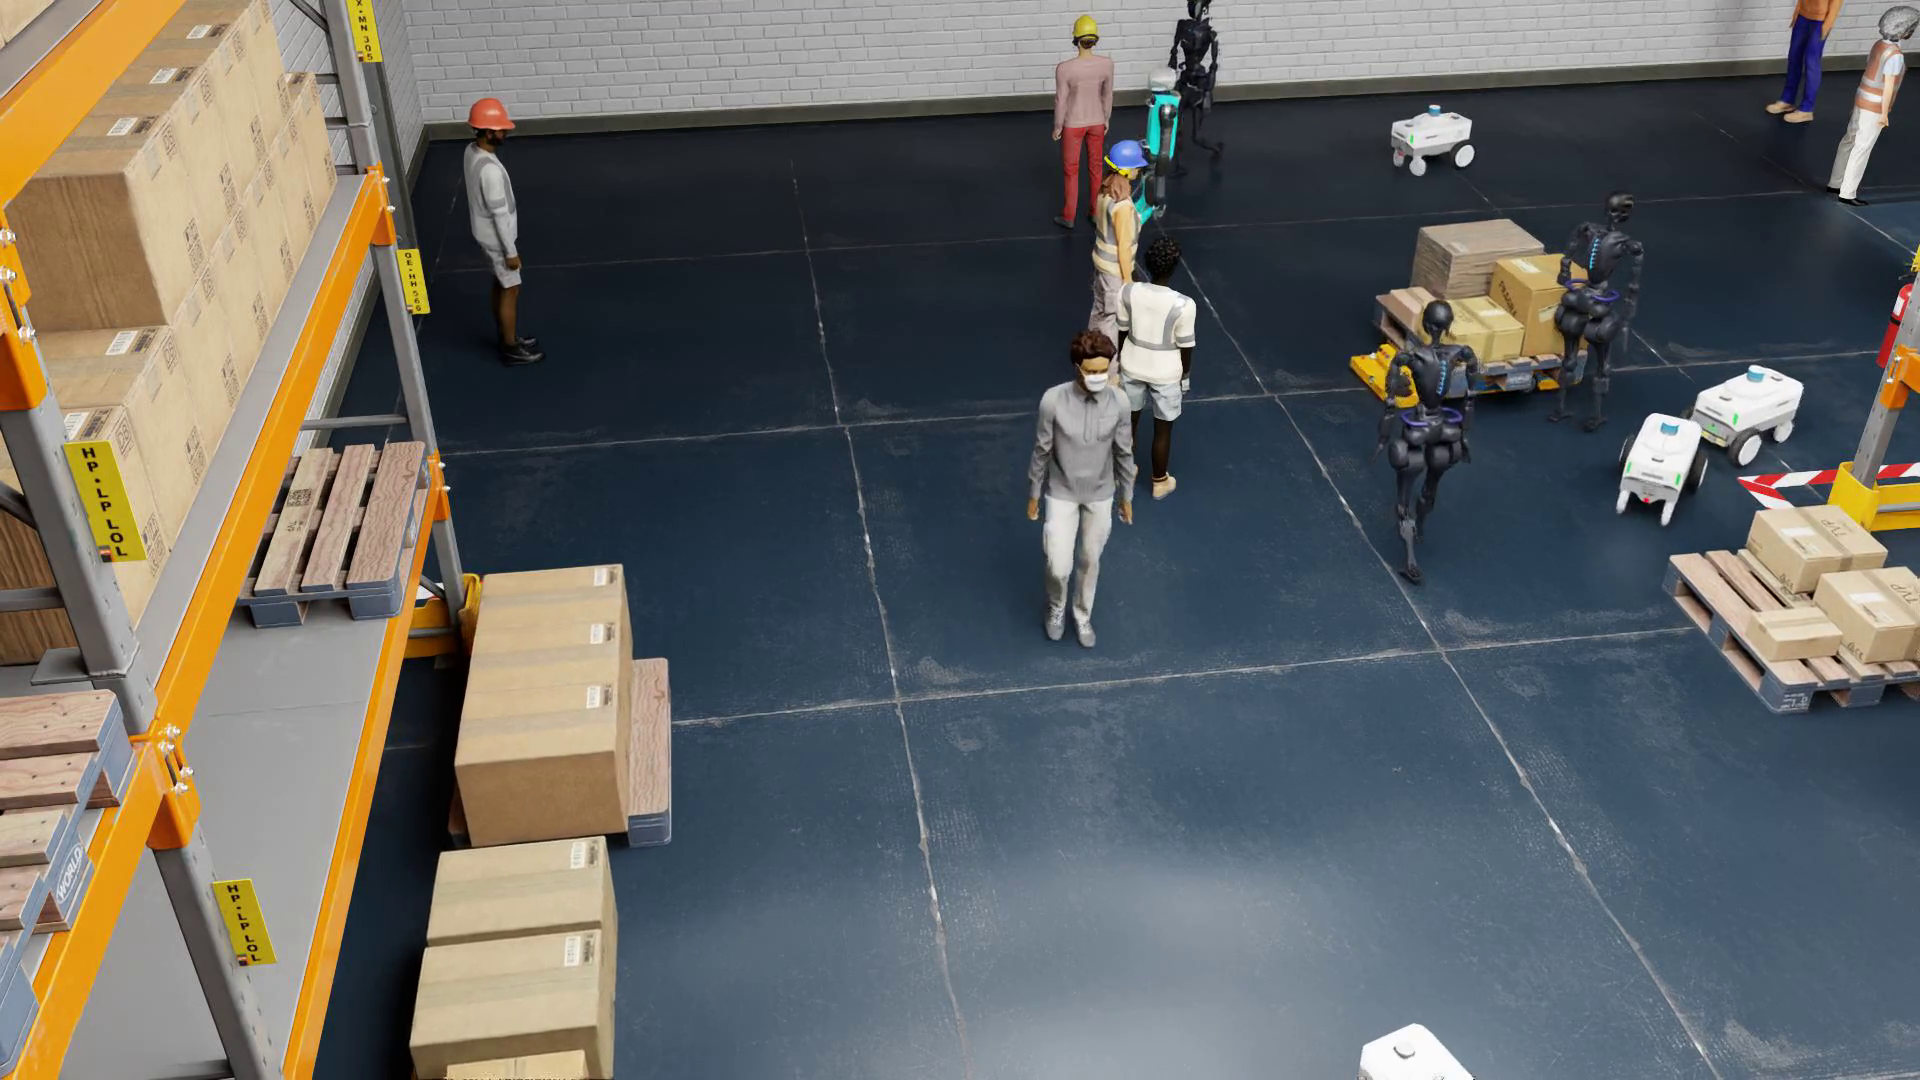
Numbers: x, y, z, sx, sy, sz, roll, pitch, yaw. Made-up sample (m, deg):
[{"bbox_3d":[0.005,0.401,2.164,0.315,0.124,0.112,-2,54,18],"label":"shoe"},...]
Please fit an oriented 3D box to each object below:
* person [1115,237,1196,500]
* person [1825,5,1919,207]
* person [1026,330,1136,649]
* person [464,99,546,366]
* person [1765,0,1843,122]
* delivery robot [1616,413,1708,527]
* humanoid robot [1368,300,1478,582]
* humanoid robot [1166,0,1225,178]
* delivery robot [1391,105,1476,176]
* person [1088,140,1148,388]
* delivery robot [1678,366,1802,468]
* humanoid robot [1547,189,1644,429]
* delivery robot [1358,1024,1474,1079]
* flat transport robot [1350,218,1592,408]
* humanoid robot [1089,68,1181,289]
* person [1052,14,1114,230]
[{"bbox_3d":[1.176,-1.037,10.142,0.532,1.691,0.319,19,38,27],"label":"person"},{"bbox_3d":[7.833,-3.721,14.250,0.300,1.688,0.452,1,33,2],"label":"person"},{"bbox_3d":[0.642,-0.243,8.745,0.581,1.881,0.476,-4,33,-6],"label":"person"},{"bbox_3d":[-3.193,-2.131,11.609,0.387,1.924,0.547,-16,36,-23],"label":"person"},{"bbox_3d":[8.244,-5.056,16.048,0.404,1.971,0.518,-8,34,-11],"label":"person"},{"bbox_3d":[4.352,-0.485,10.329,0.499,0.590,0.793,17,37,25],"label":"delivery robot"},{"bbox_3d":[2.659,-0.584,9.500,0.609,1.635,0.657,-6,34,-9],"label":"humanoid robot"},{"bbox_3d":[2.111,-4.057,14.784,0.513,1.638,0.590,-24,40,-32],"label":"humanoid robot"},{"bbox_3d":[4.317,-3.689,15.222,0.743,0.572,0.501,-14,35,-20],"label":"delivery robot"},{"bbox_3d":[1.070,-1.874,11.353,0.323,1.771,0.472,-7,34,-10],"label":"person"},{"bbox_3d":[5.152,-0.859,10.901,0.769,0.587,0.499,-18,37,-26],"label":"delivery robot"},{"bbox_3d":[4.139,-1.515,10.886,0.379,1.655,0.601,-24,40,-32],"label":"humanoid robot"},{"bbox_3d":[1.795,2.194,6.242,0.499,0.608,0.797,-15,36,-22],"label":"delivery robot"},{"bbox_3d":[3.558,-1.232,11.740,1.431,0.231,0.659,-8,34,-12],"label":"flat transport robot"},{"bbox_3d":[1.269,-2.639,12.657,0.748,1.888,0.534,0,33,-1],"label":"humanoid robot"},{"bbox_3d":[1.007,-3.444,13.761,0.524,1.768,0.314,-12,35,-17],"label":"person"}]
